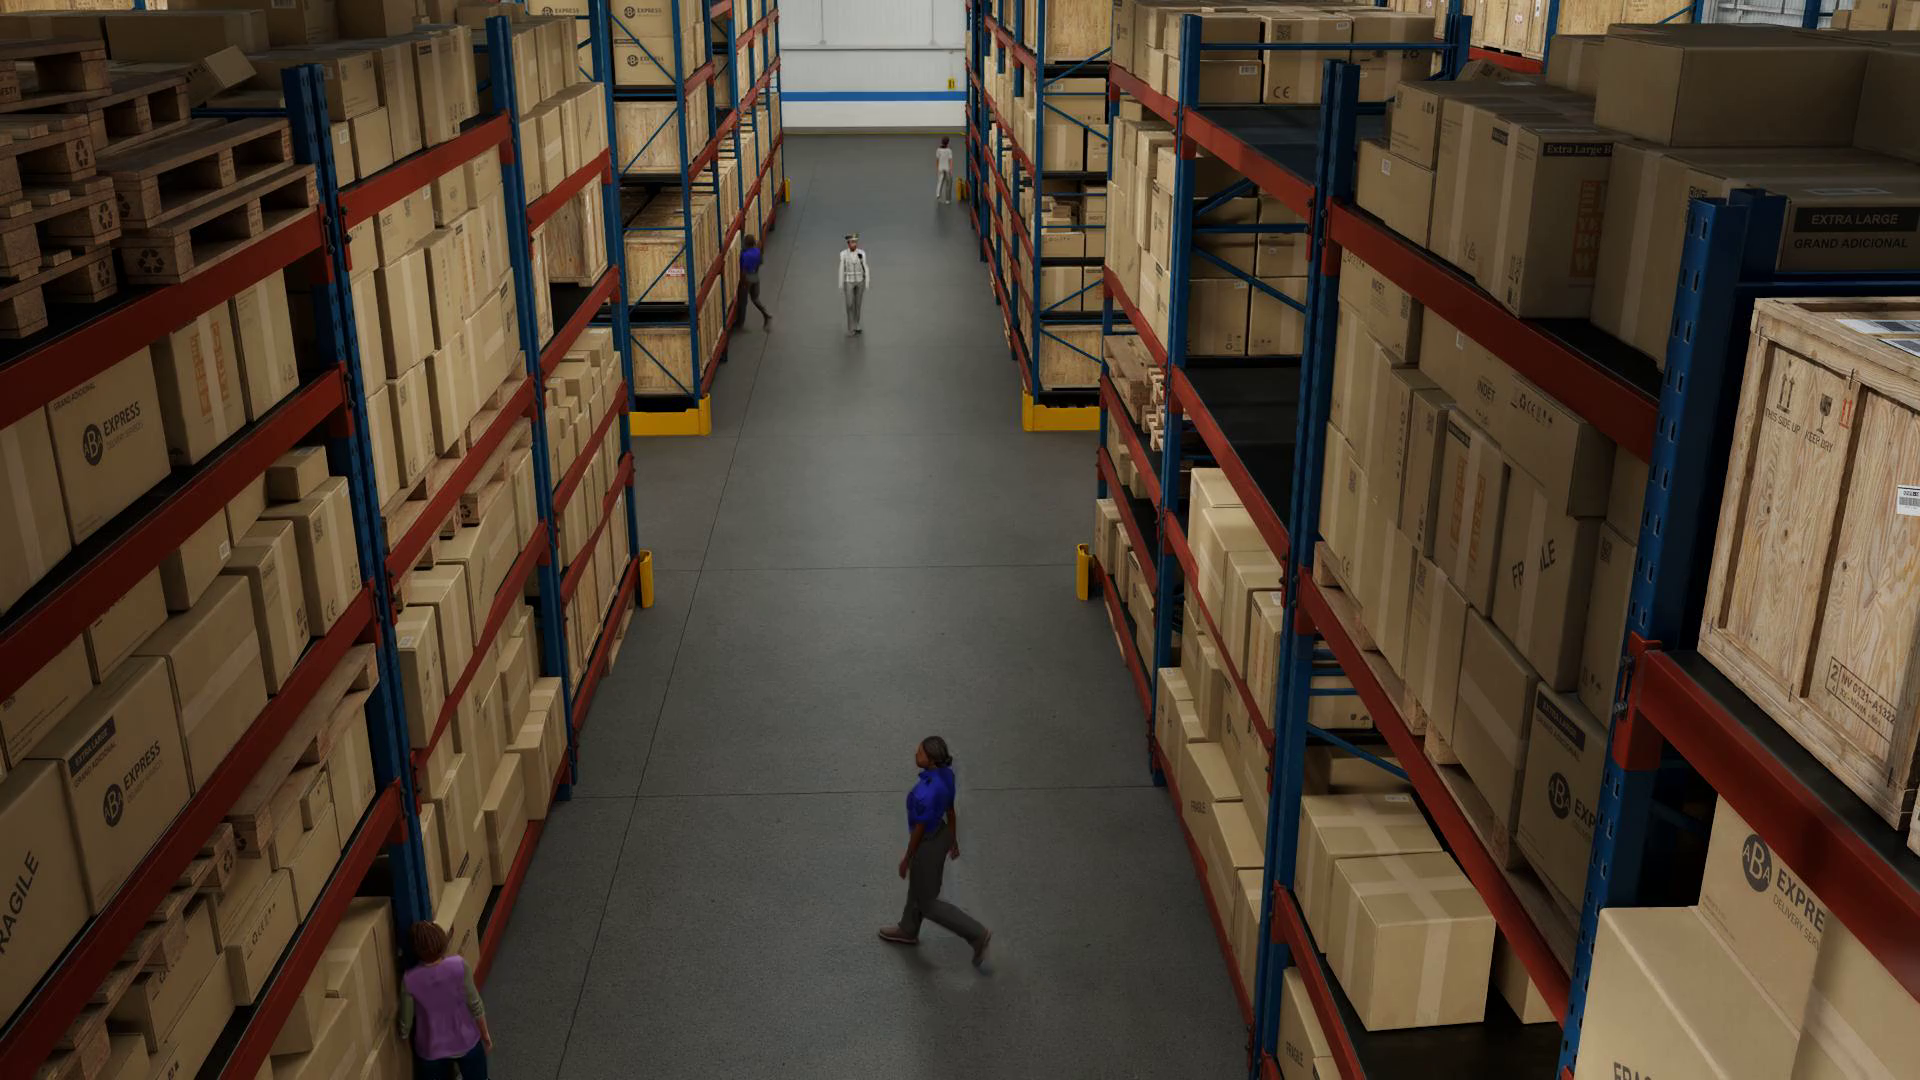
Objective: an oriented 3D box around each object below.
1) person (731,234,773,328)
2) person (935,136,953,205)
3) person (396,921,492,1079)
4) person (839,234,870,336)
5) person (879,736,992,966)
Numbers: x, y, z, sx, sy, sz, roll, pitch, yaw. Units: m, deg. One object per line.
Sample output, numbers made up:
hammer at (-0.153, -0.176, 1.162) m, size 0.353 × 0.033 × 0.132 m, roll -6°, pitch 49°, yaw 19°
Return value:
person at (-3.633, -4.452, 28.578) m, size 0.780 × 1.639 × 0.449 m, roll 18°, pitch 27°, yaw 40°
person at (-0.386, -9.131, 41.114) m, size 0.445 × 1.652 × 0.891 m, roll 4°, pitch 21°, yaw 12°
person at (-2.842, 2.791, 9.208) m, size 0.500 × 1.611 × 0.359 m, roll -8°, pitch 22°, yaw -20°
person at (-1.784, -4.364, 28.258) m, size 0.509 × 1.676 × 0.636 m, roll -6°, pitch 21°, yaw -15°
person at (-0.178, 2.066, 11.133) m, size 0.878 × 1.636 × 0.467 m, roll 7°, pitch 22°, yaw 18°
